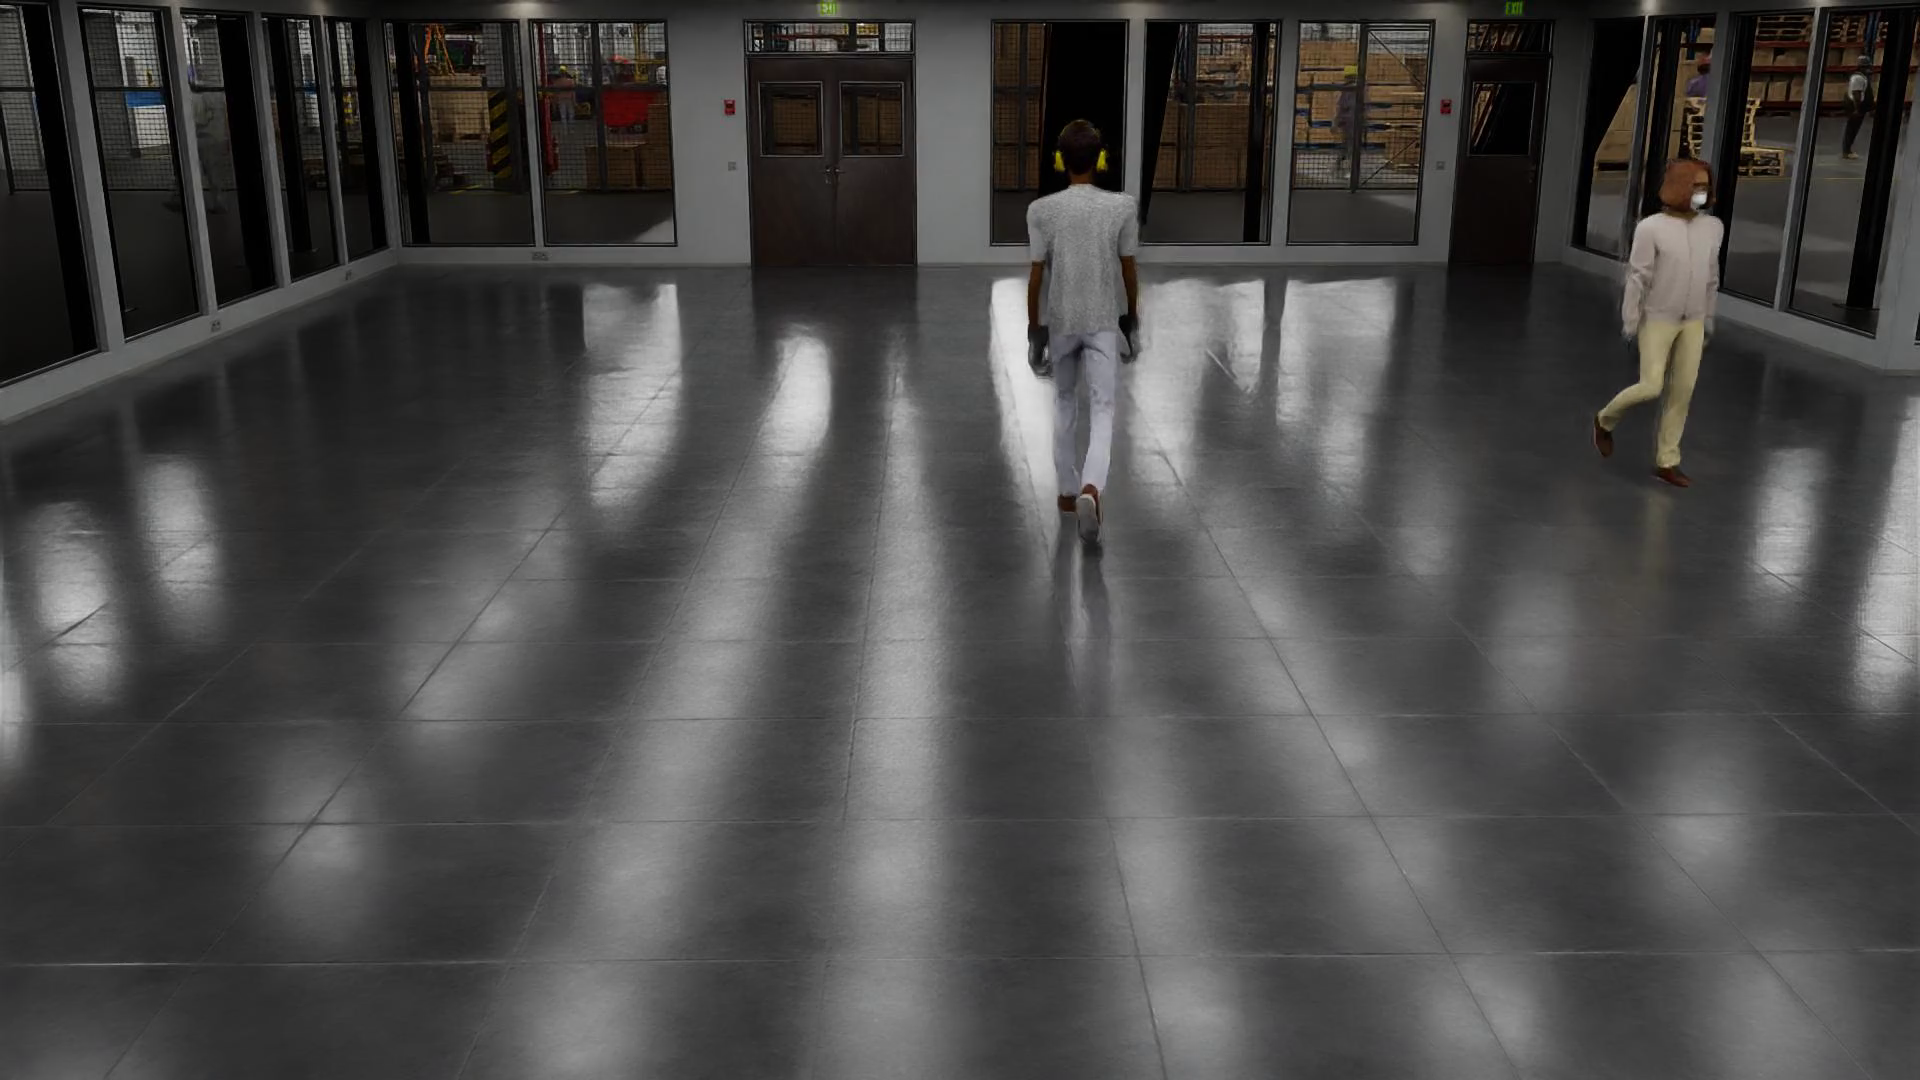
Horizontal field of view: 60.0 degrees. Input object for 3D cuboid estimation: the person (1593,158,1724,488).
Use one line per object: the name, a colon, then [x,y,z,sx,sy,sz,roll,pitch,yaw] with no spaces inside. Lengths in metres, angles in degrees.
person: [3.527,-1.099,8.349,0.505,1.617,0.564,-5,17,-16]

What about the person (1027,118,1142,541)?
person: [0.550,-0.940,7.437,0.519,1.842,0.838,3,17,9]
